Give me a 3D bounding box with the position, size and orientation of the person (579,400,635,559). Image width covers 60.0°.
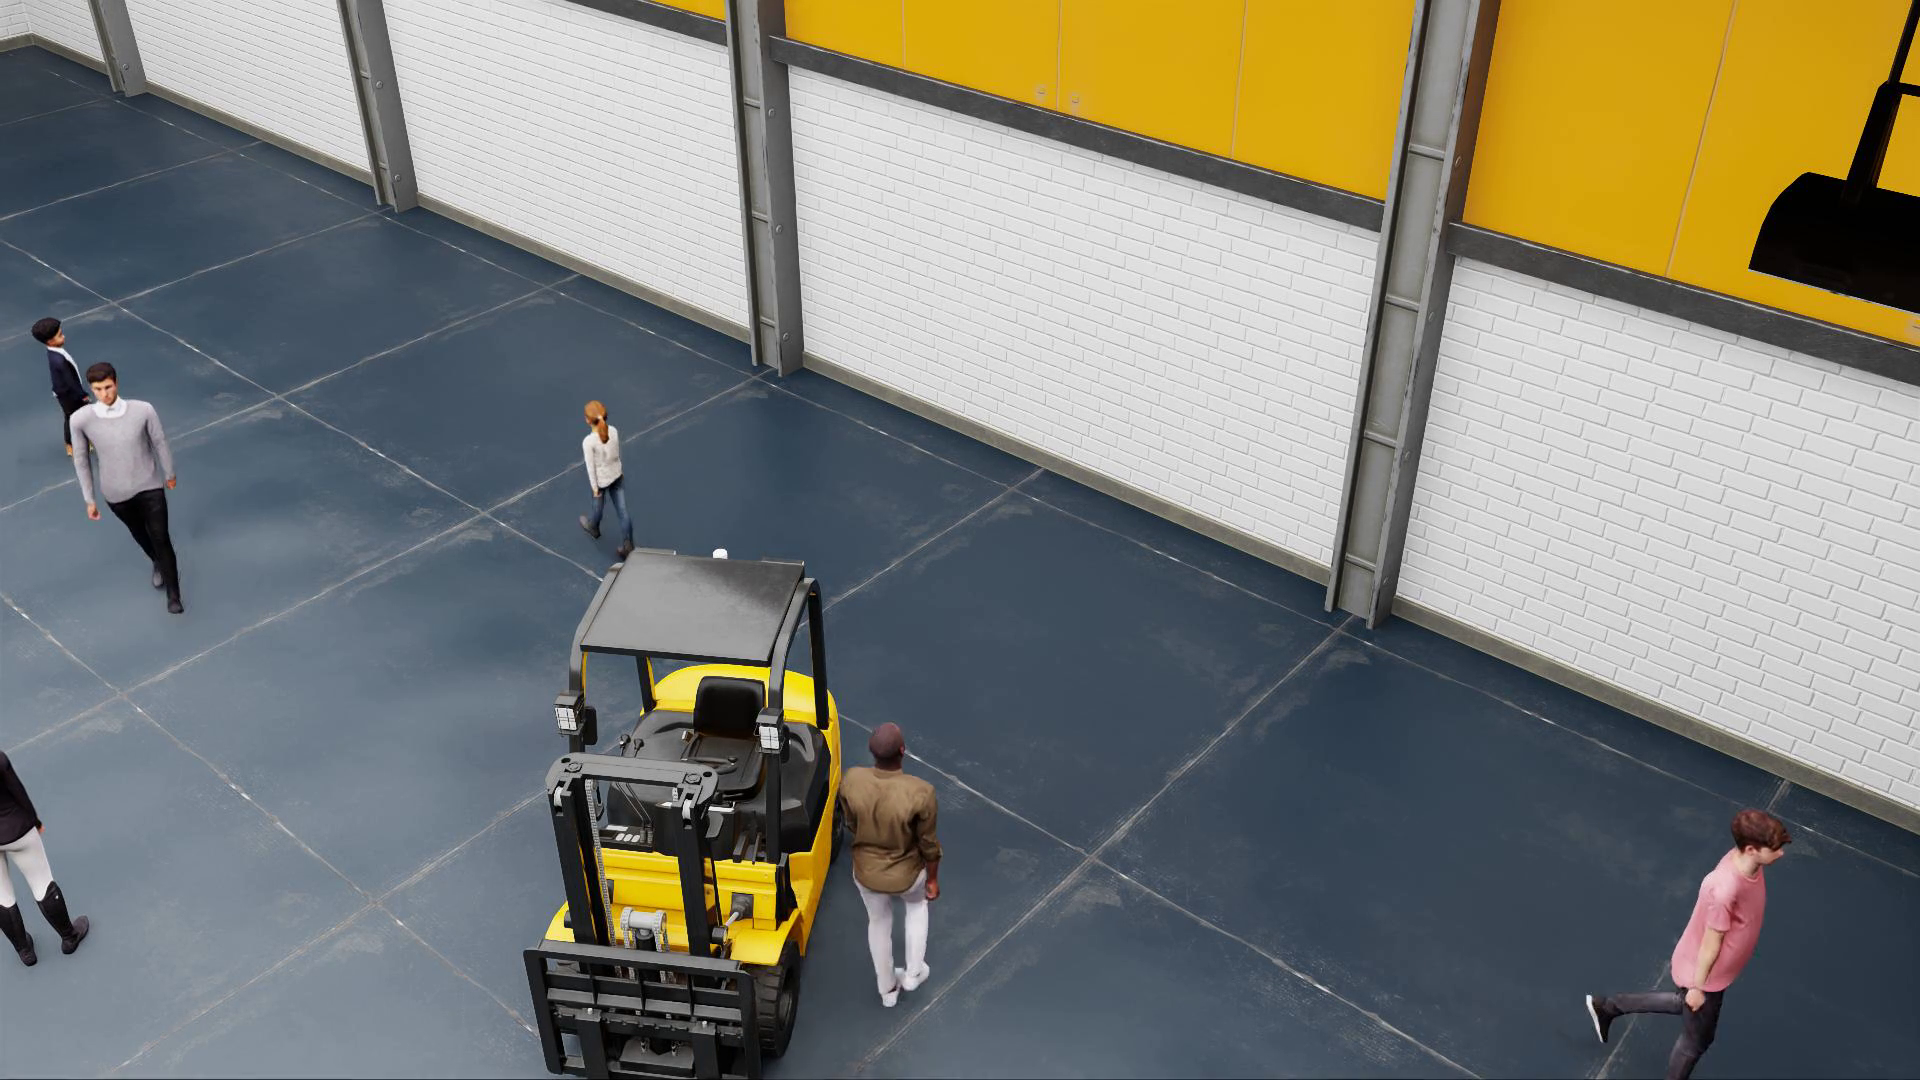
[{"bbox_3d":[-2.589,-0.414,12.406,0.576,1.288,0.921,-25,41,-32],"label":"person"}]

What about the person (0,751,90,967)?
[{"bbox_3d":[-5.172,1.609,8.964,0.659,1.729,0.691,-12,35,-17],"label":"person"}]

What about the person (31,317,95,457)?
[{"bbox_3d":[-7.425,-1.248,13.732,0.724,1.209,0.731,-15,36,-21],"label":"person"}]

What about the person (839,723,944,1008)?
[{"bbox_3d":[-0.390,1.769,8.649,0.780,1.812,0.891,7,34,11],"label":"person"}]

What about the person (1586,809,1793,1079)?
[{"bbox_3d":[3.563,2.031,8.140,0.997,1.940,0.629,25,41,32],"label":"person"}]

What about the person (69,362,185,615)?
[{"bbox_3d":[-5.918,-0.420,11.889,1.148,1.871,1.325,-10,35,-15],"label":"person"}]
